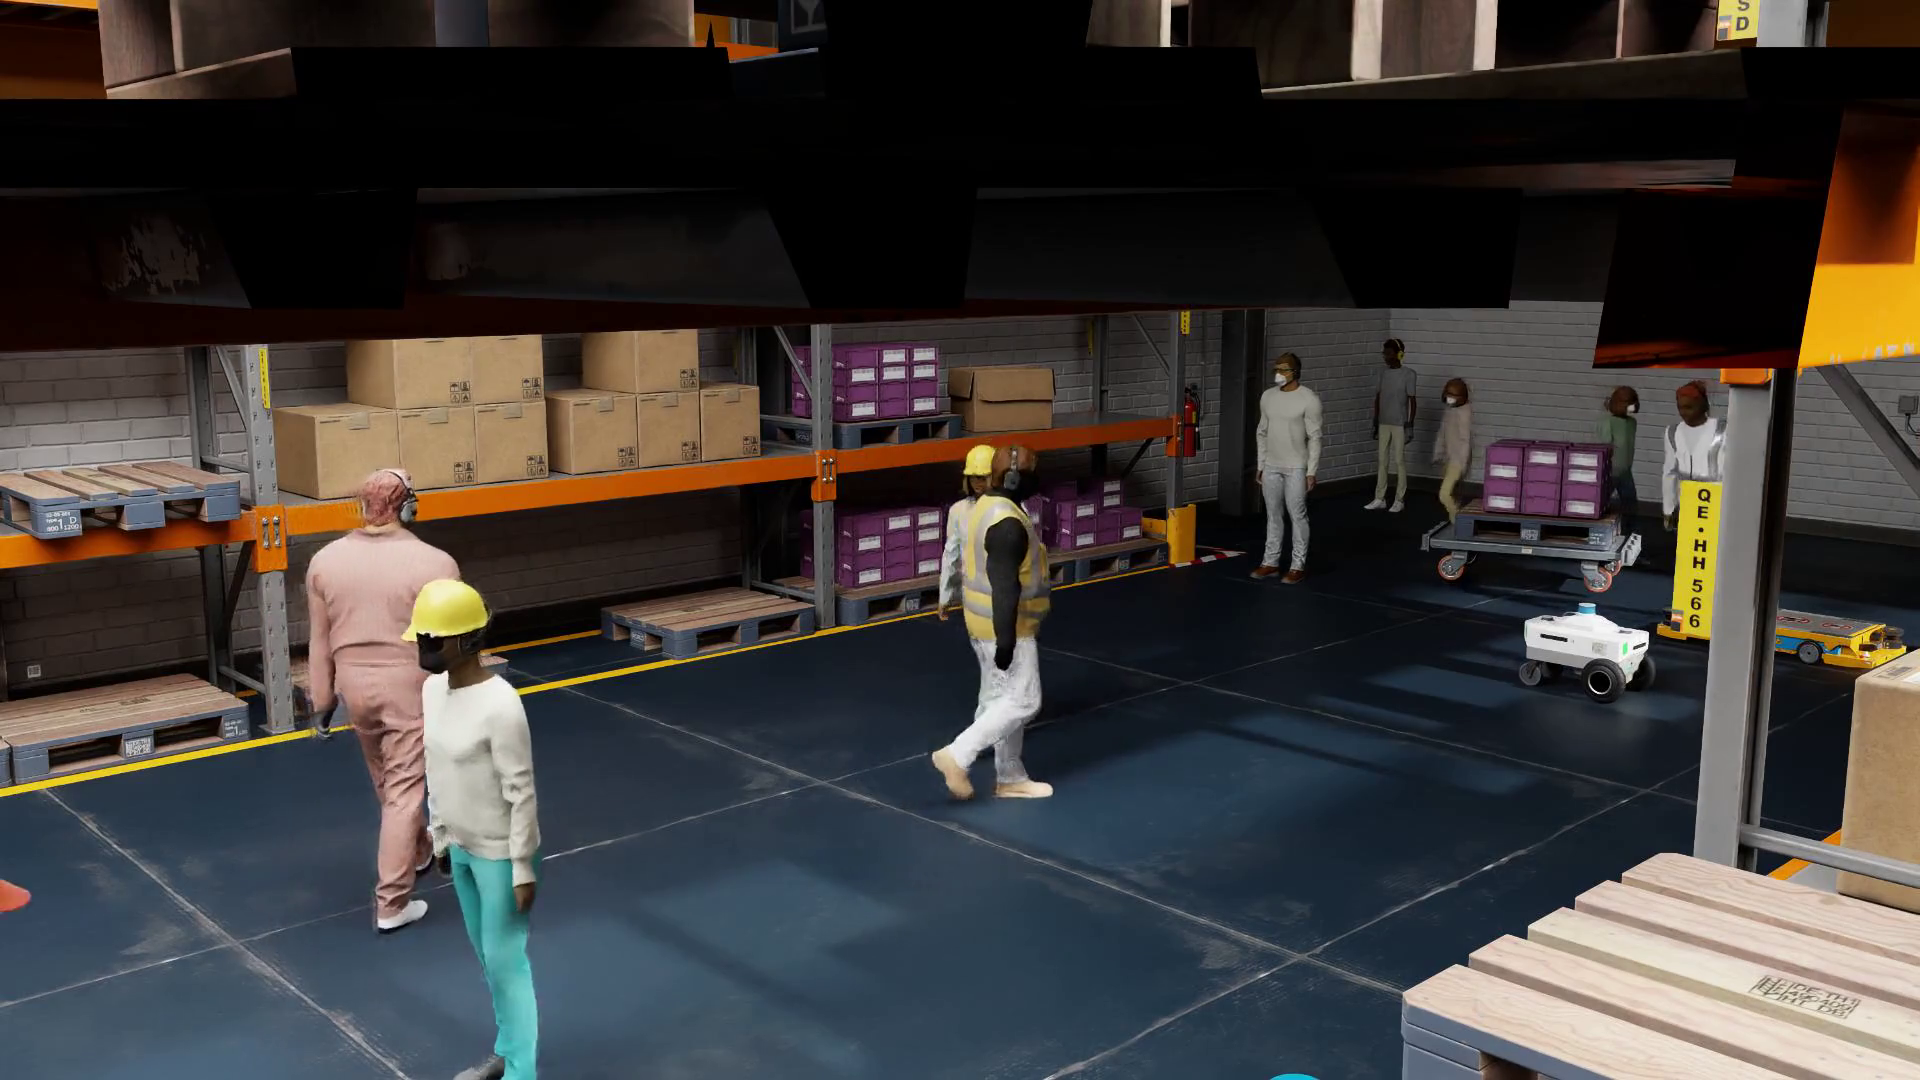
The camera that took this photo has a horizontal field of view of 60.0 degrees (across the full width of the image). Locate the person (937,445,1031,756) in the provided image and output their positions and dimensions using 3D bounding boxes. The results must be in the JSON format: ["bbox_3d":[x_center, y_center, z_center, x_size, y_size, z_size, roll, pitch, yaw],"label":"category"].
[{"bbox_3d":[0.110,0.331,9.195,0.511,1.700,0.879,5,11,27],"label":"person"}]

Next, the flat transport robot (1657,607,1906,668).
[{"bbox_3d":[5.708,0.636,11.589,0.652,0.197,1.431,-9,13,-42],"label":"flat transport robot"}]

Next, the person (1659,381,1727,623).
[{"bbox_3d":[5.362,-0.231,12.092,0.947,1.834,0.638,-5,11,-29],"label":"person"}]

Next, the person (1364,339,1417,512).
[{"bbox_3d":[4.642,-1.226,17.840,0.335,1.865,0.521,-8,13,-40],"label":"person"}]

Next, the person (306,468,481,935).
[{"bbox_3d":[-2.312,0.624,7.005,0.671,1.863,0.958,2,10,11],"label":"person"}]

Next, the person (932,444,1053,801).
[{"bbox_3d":[0.177,0.430,8.260,0.552,1.827,0.627,-1,10,-7],"label":"person"}]

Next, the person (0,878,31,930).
[{"bbox_3d":[-1.664,1.349,2.588,0.542,1.920,0.551,-9,14,-44],"label":"person"}]

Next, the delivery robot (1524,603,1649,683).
[{"bbox_3d":[3.932,0.639,10.470,0.477,0.478,0.707,-9,13,-42],"label":"delivery robot"}]

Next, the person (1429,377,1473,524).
[{"bbox_3d":[4.610,-0.719,15.584,0.342,1.626,0.576,0,10,1],"label":"person"}]

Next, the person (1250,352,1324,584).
[{"bbox_3d":[2.745,-0.602,13.960,0.379,1.940,0.629,-8,13,-40],"label":"person"}]

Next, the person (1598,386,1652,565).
[{"bbox_3d":[5.825,-0.597,14.936,0.499,1.601,0.797,-7,12,-35],"label":"person"}]

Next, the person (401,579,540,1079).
[{"bbox_3d":[-1.525,0.980,5.288,0.547,1.744,0.467,9,13,43],"label":"person"}]
